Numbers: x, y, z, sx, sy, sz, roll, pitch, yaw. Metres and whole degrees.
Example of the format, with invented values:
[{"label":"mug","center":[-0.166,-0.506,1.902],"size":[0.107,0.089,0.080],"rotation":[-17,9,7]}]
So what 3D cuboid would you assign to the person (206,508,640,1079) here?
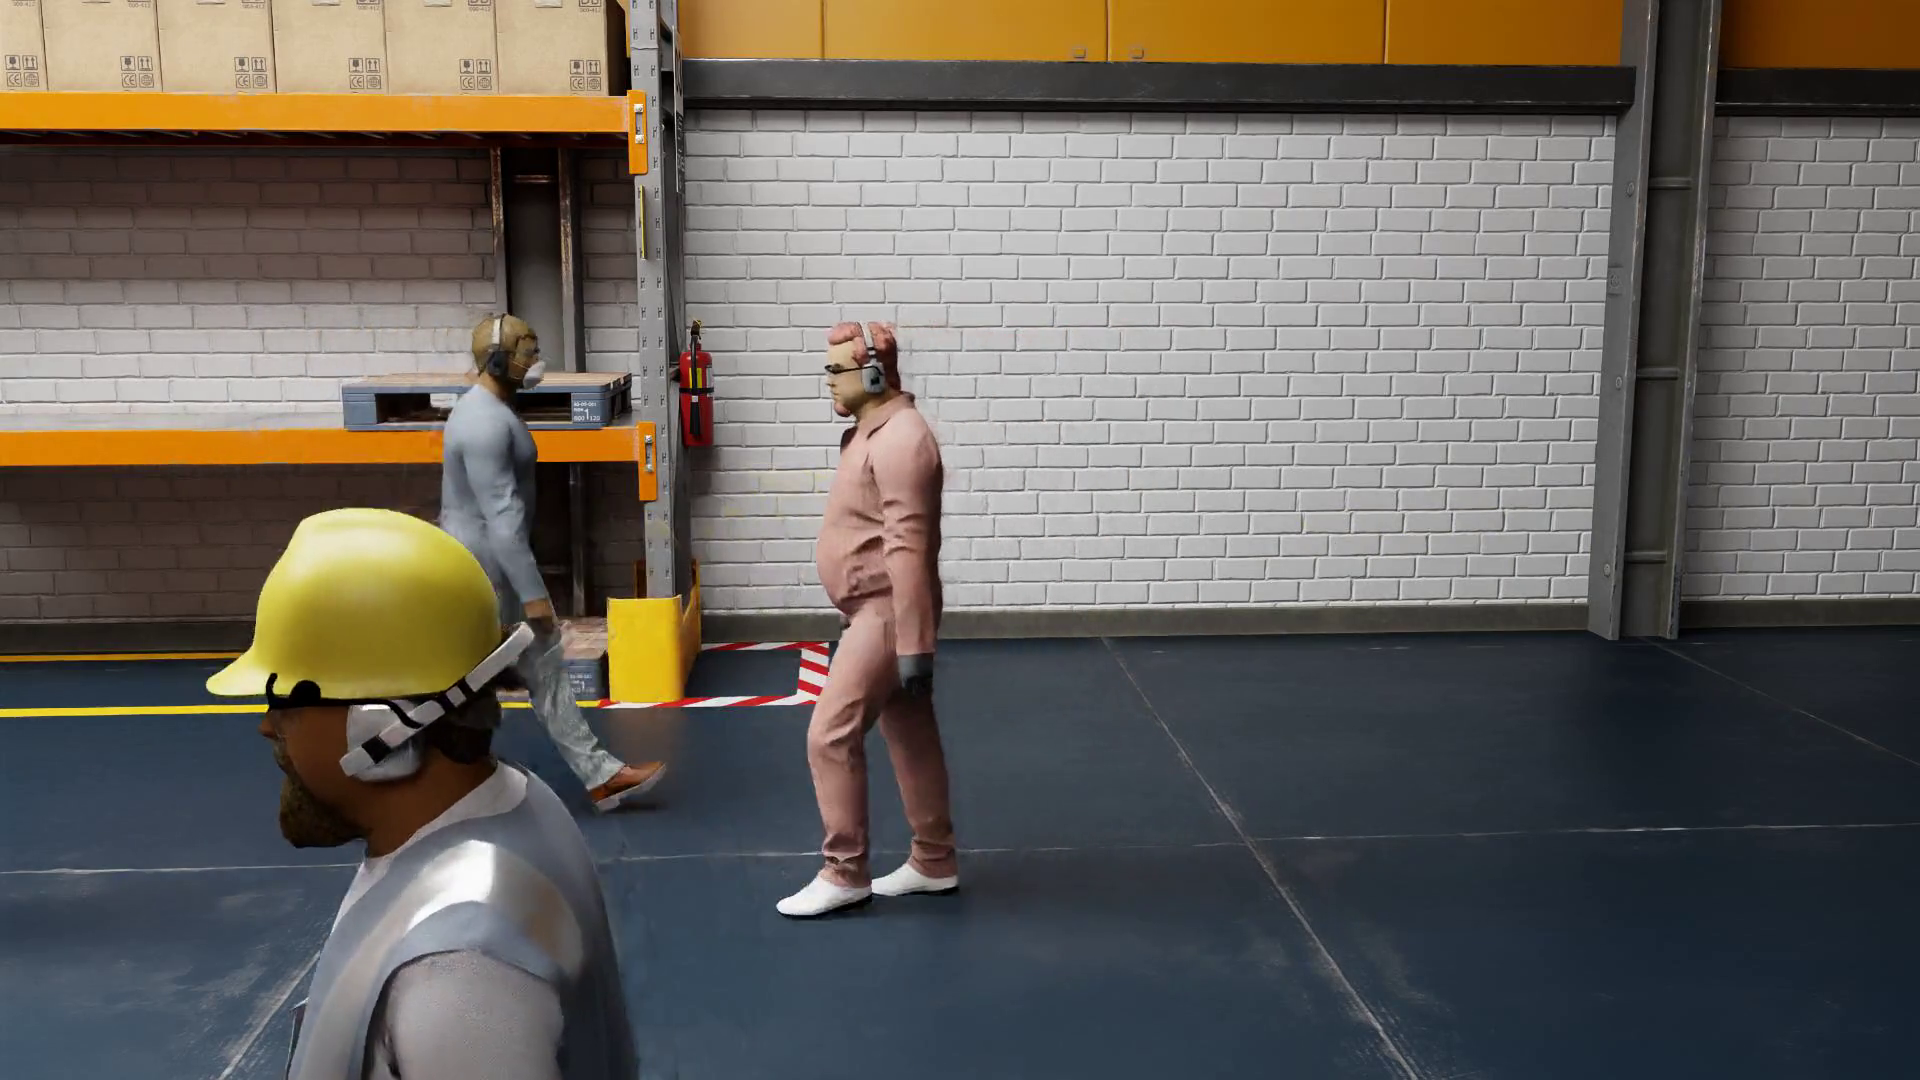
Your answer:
[{"label":"person","center":[-0.488,0.848,1.828],"size":[0.903,1.794,0.607],"rotation":[-2,9,-11]}]

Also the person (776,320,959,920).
[{"label":"person","center":[-0.332,0.257,5.246],"size":[0.759,1.876,0.676],"rotation":[-1,9,-6]}]

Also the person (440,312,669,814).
[{"label":"person","center":[-1.594,0.134,5.998],"size":[1.019,1.882,0.649],"rotation":[-1,9,-6]}]
